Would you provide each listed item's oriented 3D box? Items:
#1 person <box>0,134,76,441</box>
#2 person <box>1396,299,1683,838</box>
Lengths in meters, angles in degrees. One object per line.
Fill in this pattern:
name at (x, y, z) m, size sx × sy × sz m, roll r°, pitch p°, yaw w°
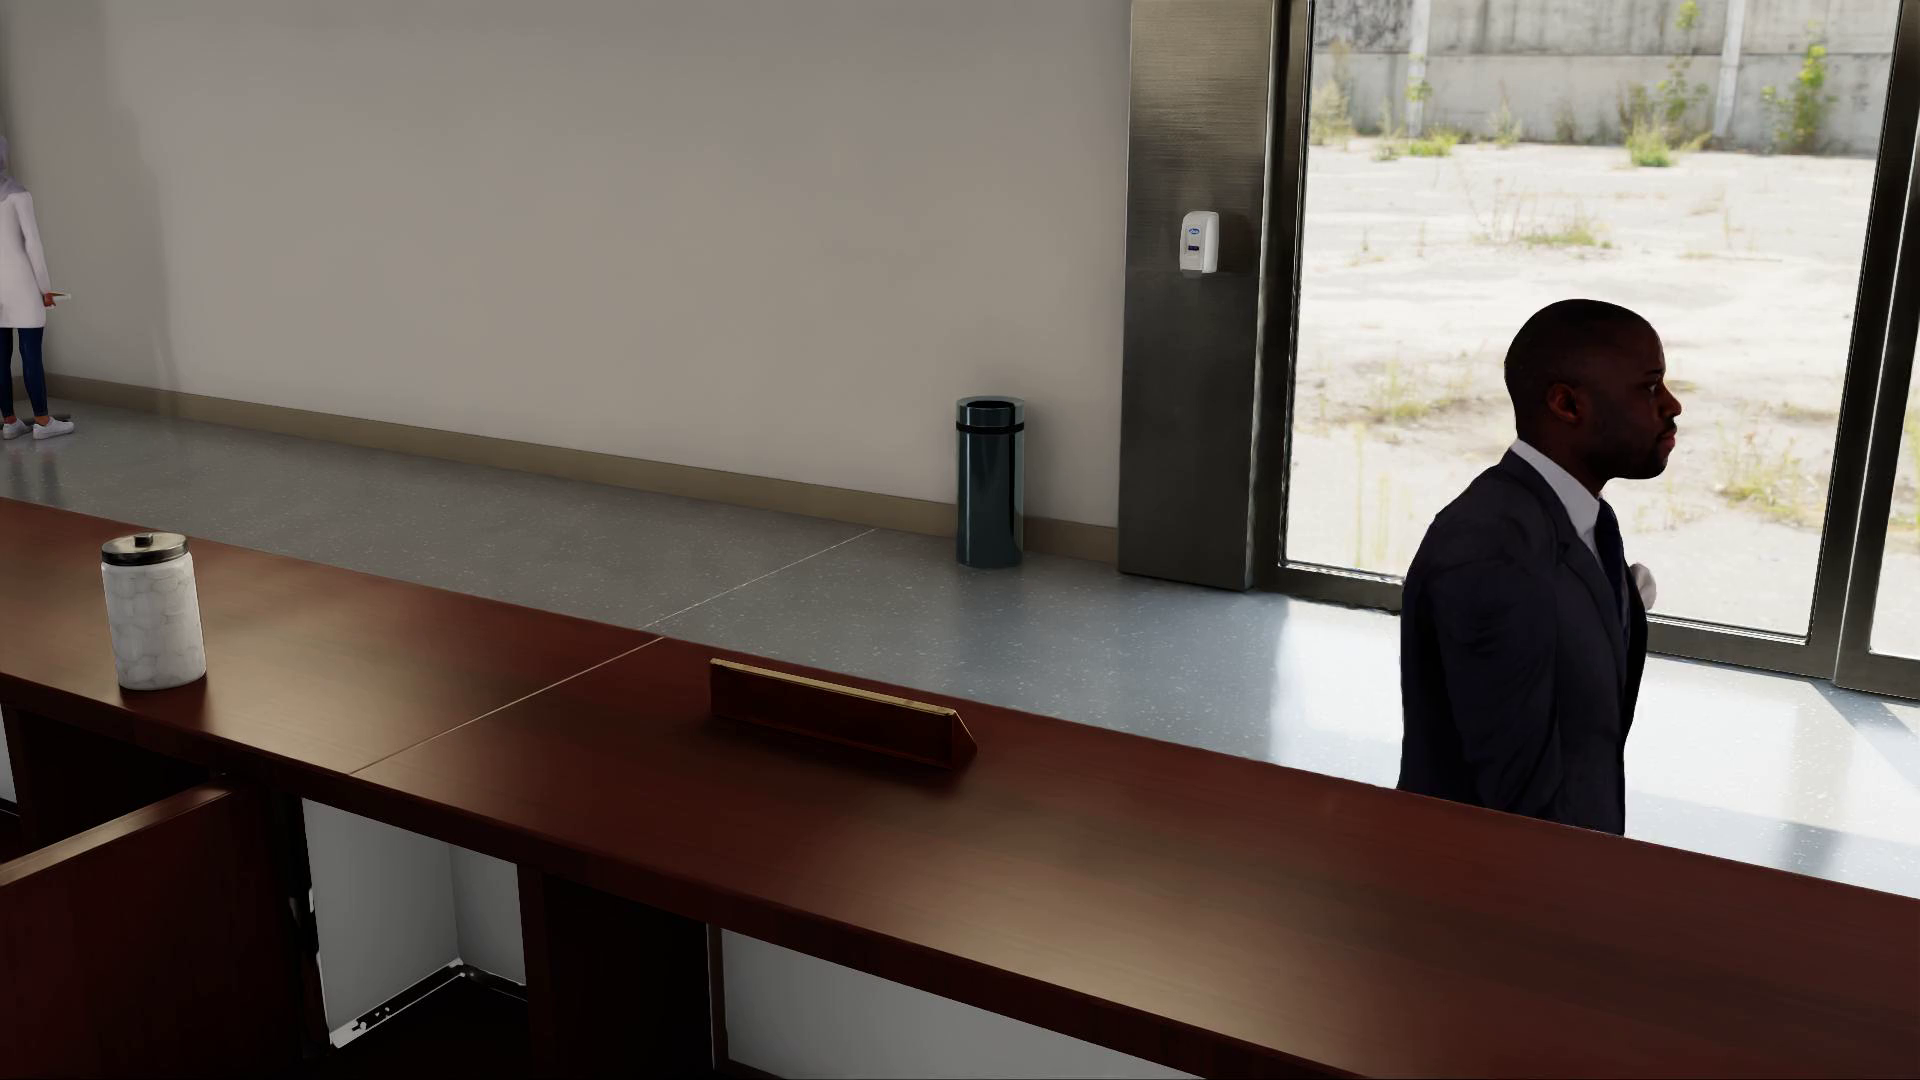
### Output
person at (-5.558, -1.477, 9.717) m, size 0.692 × 1.775 × 0.671 m, roll 2°, pitch 16°, yaw 6°
person at (0.703, 0.563, 2.469) m, size 0.807 × 1.780 × 1.119 m, roll 10°, pitch 19°, yaw 33°
